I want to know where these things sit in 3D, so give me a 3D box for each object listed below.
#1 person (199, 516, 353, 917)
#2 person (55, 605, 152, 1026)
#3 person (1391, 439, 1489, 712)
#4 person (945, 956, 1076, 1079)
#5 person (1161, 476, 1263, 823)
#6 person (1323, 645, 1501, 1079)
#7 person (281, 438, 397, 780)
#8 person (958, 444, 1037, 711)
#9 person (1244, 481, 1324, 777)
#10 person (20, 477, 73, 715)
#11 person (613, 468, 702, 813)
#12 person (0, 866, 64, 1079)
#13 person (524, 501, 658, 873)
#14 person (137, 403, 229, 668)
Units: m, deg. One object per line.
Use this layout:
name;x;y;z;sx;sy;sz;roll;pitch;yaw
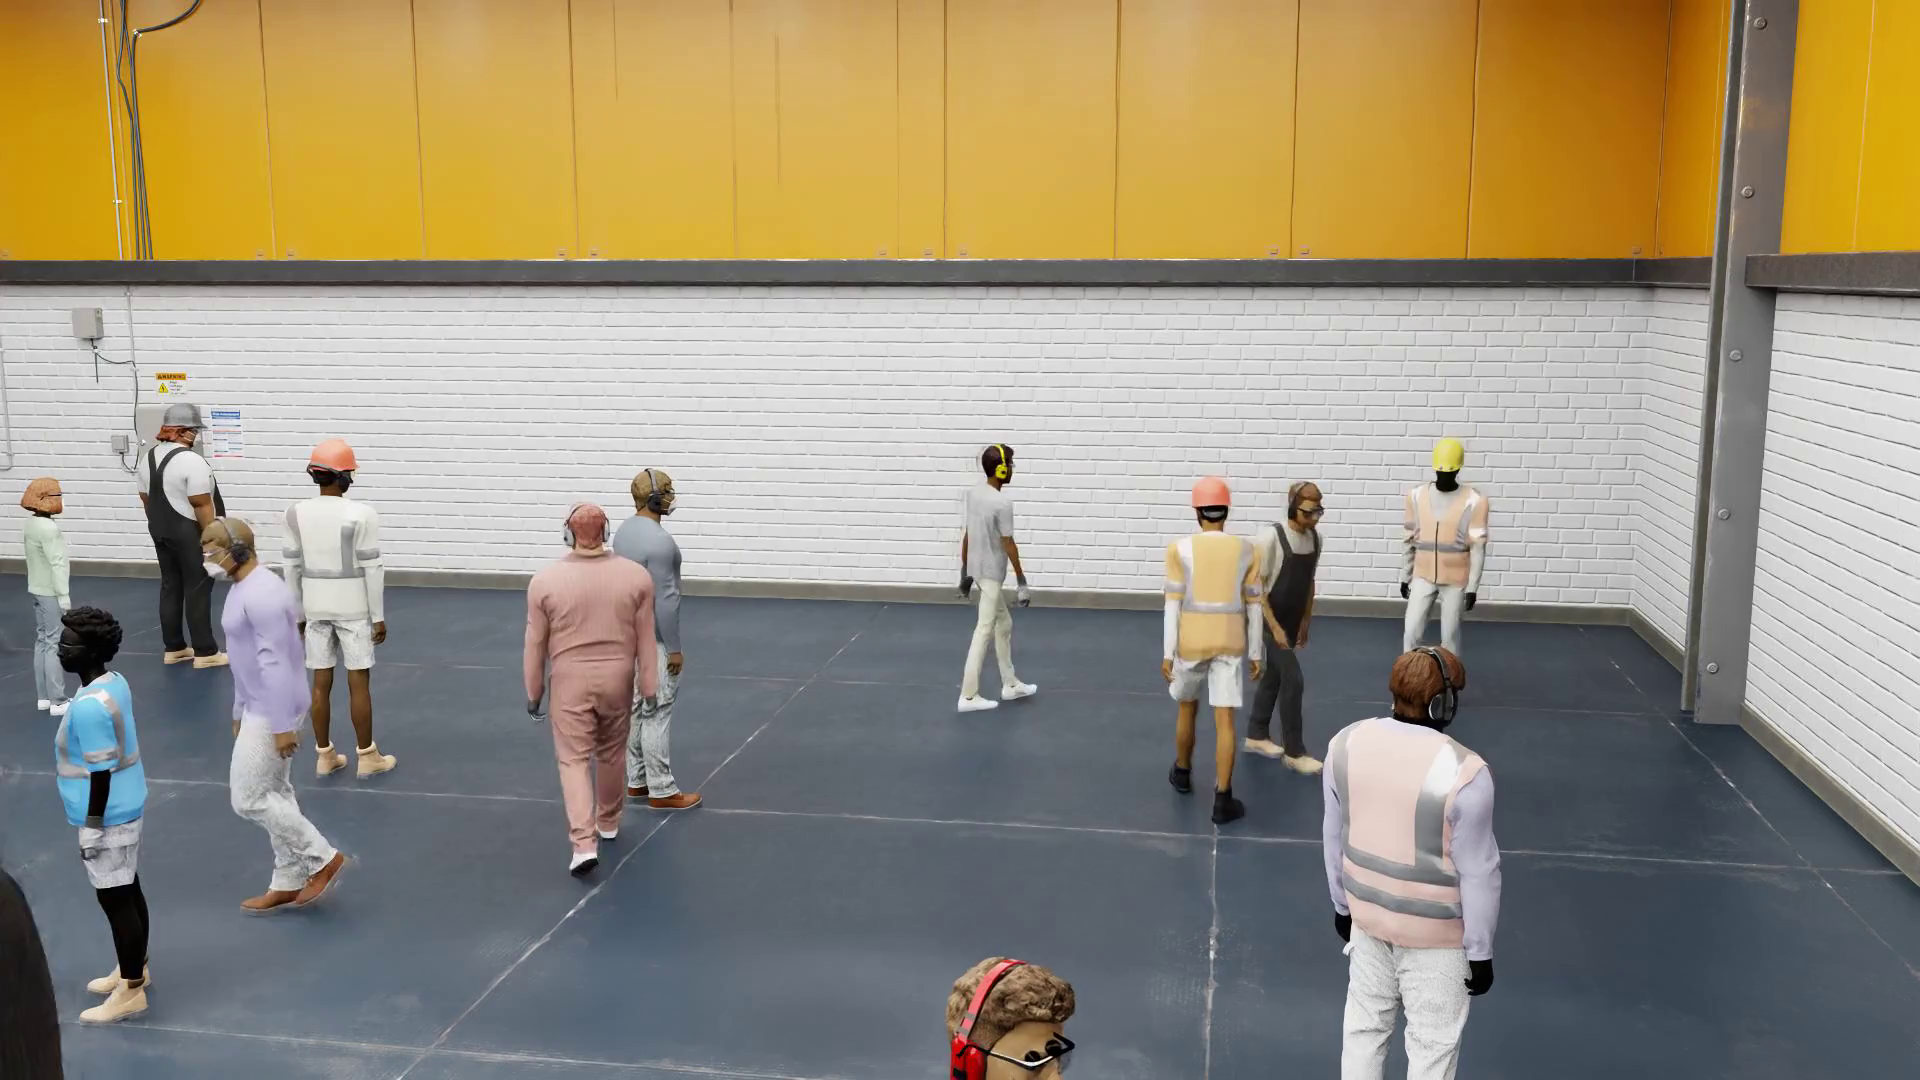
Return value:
person;-3.254;0.828;7.804;0.466;1.906;0.670;-5;11;-29
person;-3.476;1.102;6.751;0.317;1.699;0.539;-3;10;-20
person;3.246;0.265;11.299;0.612;1.893;0.681;6;11;32
person;0.022;1.636;3.020;0.396;1.841;0.565;1;9;8
person;1.420;0.593;9.390;0.572;1.878;0.836;0;9;2
person;1.482;1.246;5.425;0.429;1.842;0.636;-7;12;-38
person;-3.706;0.414;9.934;0.609;2.044;0.394;2;9;10
person;0.315;0.258;11.506;0.819;1.837;0.570;-5;10;-28
person;1.977;0.527;10.050;0.515;1.778;0.837;-7;12;-38
person;-6.220;0.381;11.395;0.507;1.632;0.270;9;13;44
person;-1.726;0.559;9.362;0.370;1.941;0.627;-6;11;-33
person;-2.357;1.391;4.193;0.818;1.959;0.657;-7;12;-38
person;-1.891;0.728;8.533;0.661;1.875;0.884;-4;10;-22
person;-5.916;-0.047;12.789;0.688;2.000;0.536;5;10;29
